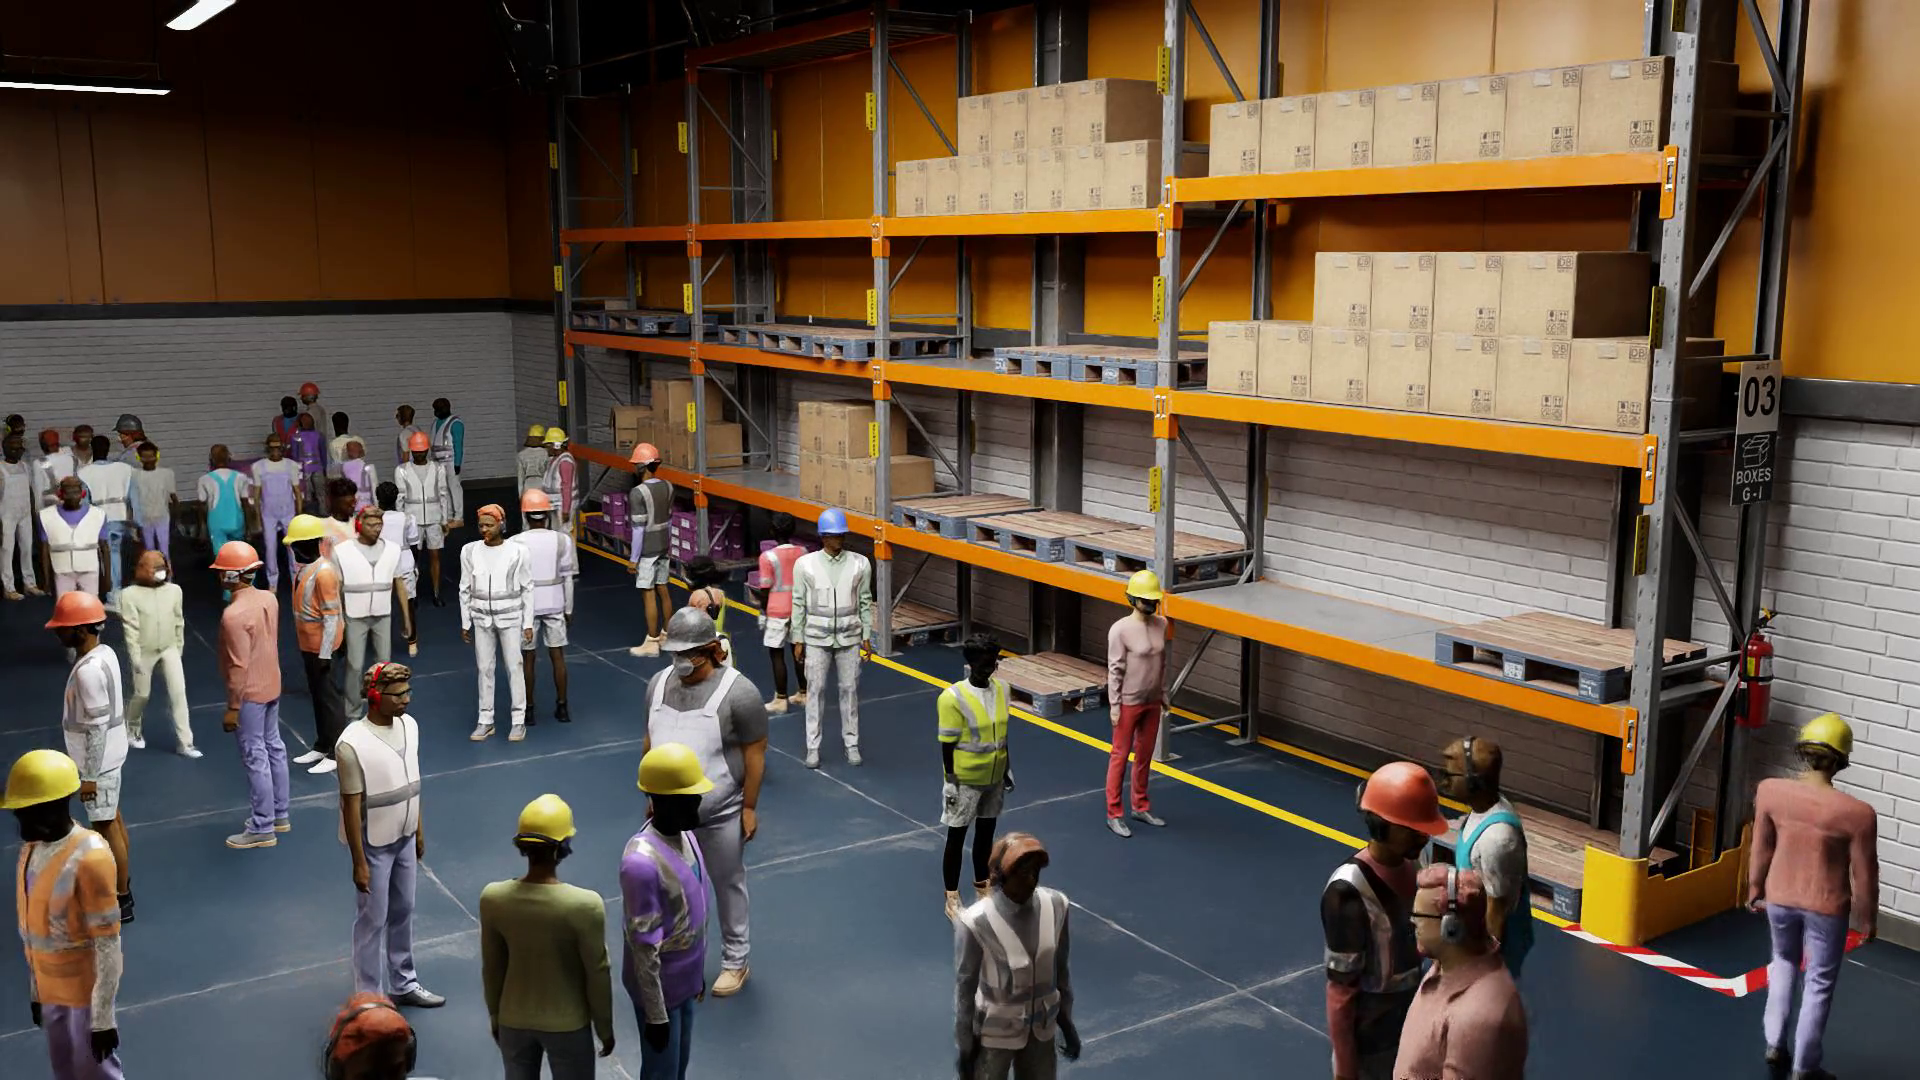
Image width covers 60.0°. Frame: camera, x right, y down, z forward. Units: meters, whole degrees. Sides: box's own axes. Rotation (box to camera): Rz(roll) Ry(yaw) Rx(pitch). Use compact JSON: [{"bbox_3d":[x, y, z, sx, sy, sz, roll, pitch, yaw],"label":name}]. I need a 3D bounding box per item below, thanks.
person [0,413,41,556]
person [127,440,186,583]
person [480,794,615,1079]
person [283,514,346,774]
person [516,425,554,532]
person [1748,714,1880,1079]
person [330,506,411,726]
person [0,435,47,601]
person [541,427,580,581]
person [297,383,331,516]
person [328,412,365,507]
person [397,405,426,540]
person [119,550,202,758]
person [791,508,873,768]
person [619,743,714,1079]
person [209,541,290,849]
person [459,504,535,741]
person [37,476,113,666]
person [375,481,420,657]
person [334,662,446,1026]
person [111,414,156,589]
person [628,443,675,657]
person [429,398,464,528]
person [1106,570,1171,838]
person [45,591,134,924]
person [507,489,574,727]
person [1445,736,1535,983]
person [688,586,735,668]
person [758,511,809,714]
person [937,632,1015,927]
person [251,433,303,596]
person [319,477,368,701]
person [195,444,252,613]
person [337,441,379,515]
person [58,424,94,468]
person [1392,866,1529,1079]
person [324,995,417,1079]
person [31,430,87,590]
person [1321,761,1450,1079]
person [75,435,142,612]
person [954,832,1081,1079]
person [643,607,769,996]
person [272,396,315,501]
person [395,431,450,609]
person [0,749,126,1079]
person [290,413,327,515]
[{"bbox_3d":[-11.953,-0.687,21.027,0.635,1.845,0.569,3,10,16],"label":"person"},{"bbox_3d":[-8.823,-0.200,18.252,0.562,1.835,0.844,-4,10,-22],"label":"person"},{"bbox_3d":[-1.580,1.845,6.425,0.534,1.759,0.344,2,10,13],"label":"person"},{"bbox_3d":[-4.762,0.759,12.298,0.367,1.927,0.585,-7,12,-36],"label":"person"},{"bbox_3d":[-5.240,-0.566,20.655,0.494,1.729,0.324,1,10,6],"label":"person"},{"bbox_3d":[3.899,1.645,7.593,0.386,1.754,0.559,-9,13,-41],"label":"person"},{"bbox_3d":[-4.725,0.635,13.296,0.598,1.835,0.437,-9,13,-43],"label":"person"},{"bbox_3d":[-10.497,-0.251,18.489,0.351,1.838,0.504,4,11,23],"label":"person"},{"bbox_3d":[-4.681,-0.416,19.507,0.404,1.822,0.600,-5,11,-26],"label":"person"},{"bbox_3d":[-9.353,-1.282,24.081,0.391,1.991,0.625,-1,10,-5],"label":"person"},{"bbox_3d":[-7.506,-0.619,20.419,0.399,1.916,0.590,3,10,15],"label":"person"},{"bbox_3d":[-7.313,-0.878,22.146,0.351,1.846,0.507,2,10,9],"label":"person"},{"bbox_3d":[-6.168,0.851,12.714,0.803,1.599,0.498,8,12,39],"label":"person"},{"bbox_3d":[-0.952,0.726,12.415,0.615,1.950,0.375,-2,10,-11],"label":"person"},{"bbox_3d":[-1.135,1.734,6.570,0.370,1.929,0.585,1,10,5],"label":"person"},{"bbox_3d":[-4.589,0.989,10.744,0.379,1.996,0.608,0,10,1],"label":"person"},{"bbox_3d":[-3.636,0.649,13.065,0.584,1.882,0.339,1,10,3],"label":"person"},{"bbox_3d":[-8.052,0.314,15.175,0.580,1.828,0.439,-6,11,-29],"label":"person"},{"bbox_3d":[-5.372,0.290,15.726,0.535,1.697,0.318,-5,11,-28],"label":"person"},{"bbox_3d":[-2.852,1.499,8.230,0.394,1.836,0.560,3,10,15],"label":"person"},{"bbox_3d":[-9.397,-0.418,18.870,0.537,2.000,0.683,-3,10,-19],"label":"person"},{"bbox_3d":[-2.963,0.096,15.849,0.372,2.044,0.607,4,11,23],"label":"person"},{"bbox_3d":[-7.235,-1.088,23.439,0.635,1.831,0.429,8,12,38],"label":"person"},{"bbox_3d":[1.194,1.066,10.968,0.531,1.767,0.328,-8,12,-38],"label":"person"},{"bbox_3d":[-4.923,1.238,9.449,0.352,1.940,0.545,-4,10,-23],"label":"person"},{"bbox_3d":[-3.429,0.543,13.564,0.549,1.927,0.388,-5,11,-25],"label":"person"},{"bbox_3d":[2.204,1.718,6.989,0.390,1.824,0.564,2,10,13],"label":"person"},{"bbox_3d":[-1.667,1.123,11.005,0.511,1.641,0.307,8,13,41],"label":"person"},{"bbox_3d":[-1.460,0.603,13.910,0.320,1.690,0.537,9,13,43],"label":"person"},{"bbox_3d":[0.098,1.351,9.509,0.531,1.692,0.320,-9,13,-42],"label":"person"},{"bbox_3d":[-7.658,-0.286,18.706,0.508,1.838,0.337,-5,11,-25],"label":"person"},{"bbox_3d":[-5.200,0.428,14.166,0.404,1.946,0.627,4,10,20],"label":"person"},{"bbox_3d":[-7.897,-0.121,17.804,0.520,1.815,0.792,-8,13,-40],"label":"person"},{"bbox_3d":[-7.276,-0.409,20.164,0.547,1.599,0.774,2,10,10],"label":"person"},{"bbox_3d":[-10.461,-0.475,19.838,0.445,1.819,0.604,8,13,40],"label":"person"},{"bbox_3d":[1.565,1.968,5.335,0.423,1.886,0.633,1,10,4],"label":"person"},{"bbox_3d":[-1.509,2.136,4.387,0.596,1.863,0.671,-6,11,-31],"label":"person"},{"bbox_3d":[-10.208,-0.329,19.021,0.704,1.845,0.639,5,11,27],"label":"person"},{"bbox_3d":[1.547,1.775,6.040,0.411,2.032,0.613,9,13,41],"label":"person"},{"bbox_3d":[-9.193,-0.177,17.908,0.553,1.884,0.715,7,12,36],"label":"person"},{"bbox_3d":[0.205,1.915,6.414,0.542,1.634,0.318,-6,12,-33],"label":"person"},{"bbox_3d":[-1.361,1.338,8.564,0.688,2.000,0.536,4,10,22],"label":"person"},{"bbox_3d":[-9.458,-1.119,23.577,0.634,1.840,0.429,1,10,5],"label":"person"},{"bbox_3d":[-5.805,-0.215,17.989,0.551,1.933,0.376,-4,11,-24],"label":"person"},{"bbox_3d":[-3.524,1.747,6.559,0.657,1.918,0.382,7,12,37],"label":"person"},{"bbox_3d":[-9.077,-0.959,23.212,0.307,1.645,0.517,9,13,43],"label":"person"}]
